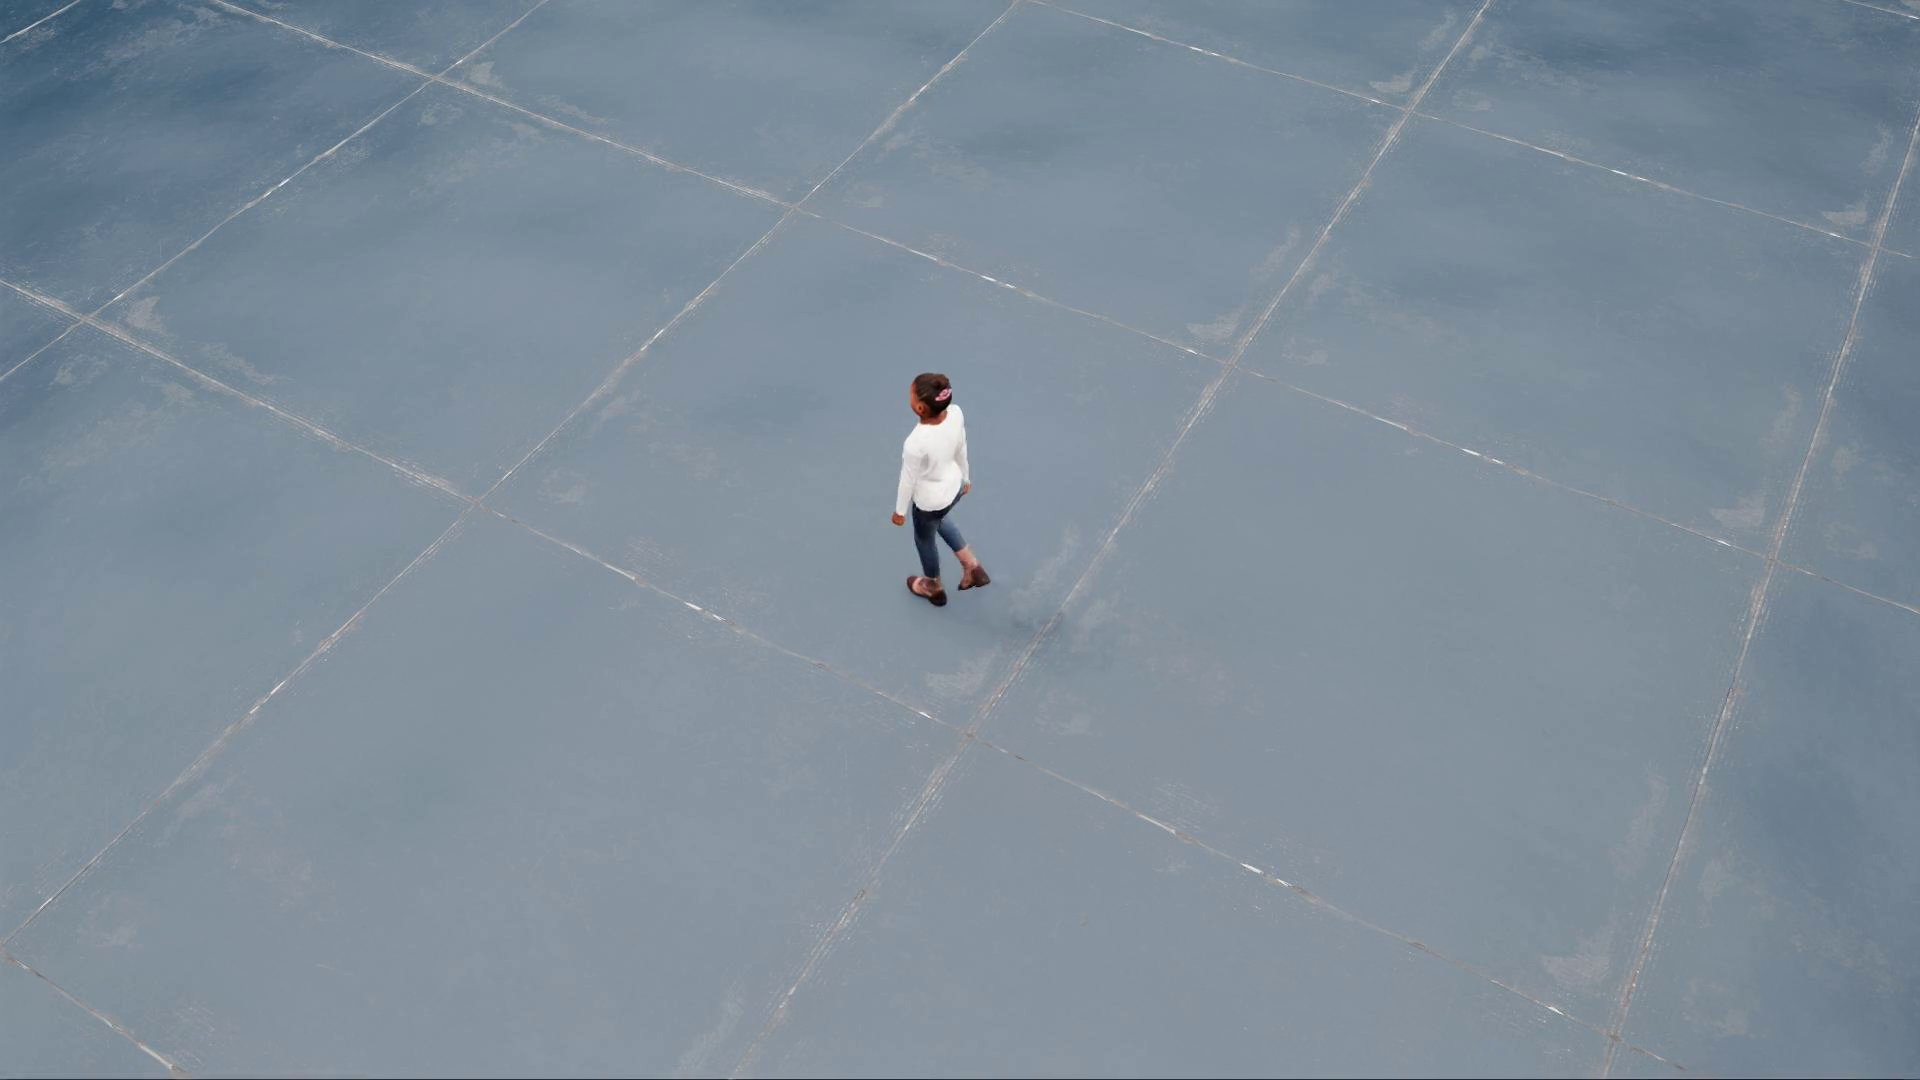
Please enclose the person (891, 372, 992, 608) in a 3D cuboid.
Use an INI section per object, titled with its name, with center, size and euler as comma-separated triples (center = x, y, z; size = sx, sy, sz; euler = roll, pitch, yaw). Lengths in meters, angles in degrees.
[person]
center = -0.054, -0.196, 7.762
size = 0.671, 1.448, 0.572
euler = 25, 52, 21
